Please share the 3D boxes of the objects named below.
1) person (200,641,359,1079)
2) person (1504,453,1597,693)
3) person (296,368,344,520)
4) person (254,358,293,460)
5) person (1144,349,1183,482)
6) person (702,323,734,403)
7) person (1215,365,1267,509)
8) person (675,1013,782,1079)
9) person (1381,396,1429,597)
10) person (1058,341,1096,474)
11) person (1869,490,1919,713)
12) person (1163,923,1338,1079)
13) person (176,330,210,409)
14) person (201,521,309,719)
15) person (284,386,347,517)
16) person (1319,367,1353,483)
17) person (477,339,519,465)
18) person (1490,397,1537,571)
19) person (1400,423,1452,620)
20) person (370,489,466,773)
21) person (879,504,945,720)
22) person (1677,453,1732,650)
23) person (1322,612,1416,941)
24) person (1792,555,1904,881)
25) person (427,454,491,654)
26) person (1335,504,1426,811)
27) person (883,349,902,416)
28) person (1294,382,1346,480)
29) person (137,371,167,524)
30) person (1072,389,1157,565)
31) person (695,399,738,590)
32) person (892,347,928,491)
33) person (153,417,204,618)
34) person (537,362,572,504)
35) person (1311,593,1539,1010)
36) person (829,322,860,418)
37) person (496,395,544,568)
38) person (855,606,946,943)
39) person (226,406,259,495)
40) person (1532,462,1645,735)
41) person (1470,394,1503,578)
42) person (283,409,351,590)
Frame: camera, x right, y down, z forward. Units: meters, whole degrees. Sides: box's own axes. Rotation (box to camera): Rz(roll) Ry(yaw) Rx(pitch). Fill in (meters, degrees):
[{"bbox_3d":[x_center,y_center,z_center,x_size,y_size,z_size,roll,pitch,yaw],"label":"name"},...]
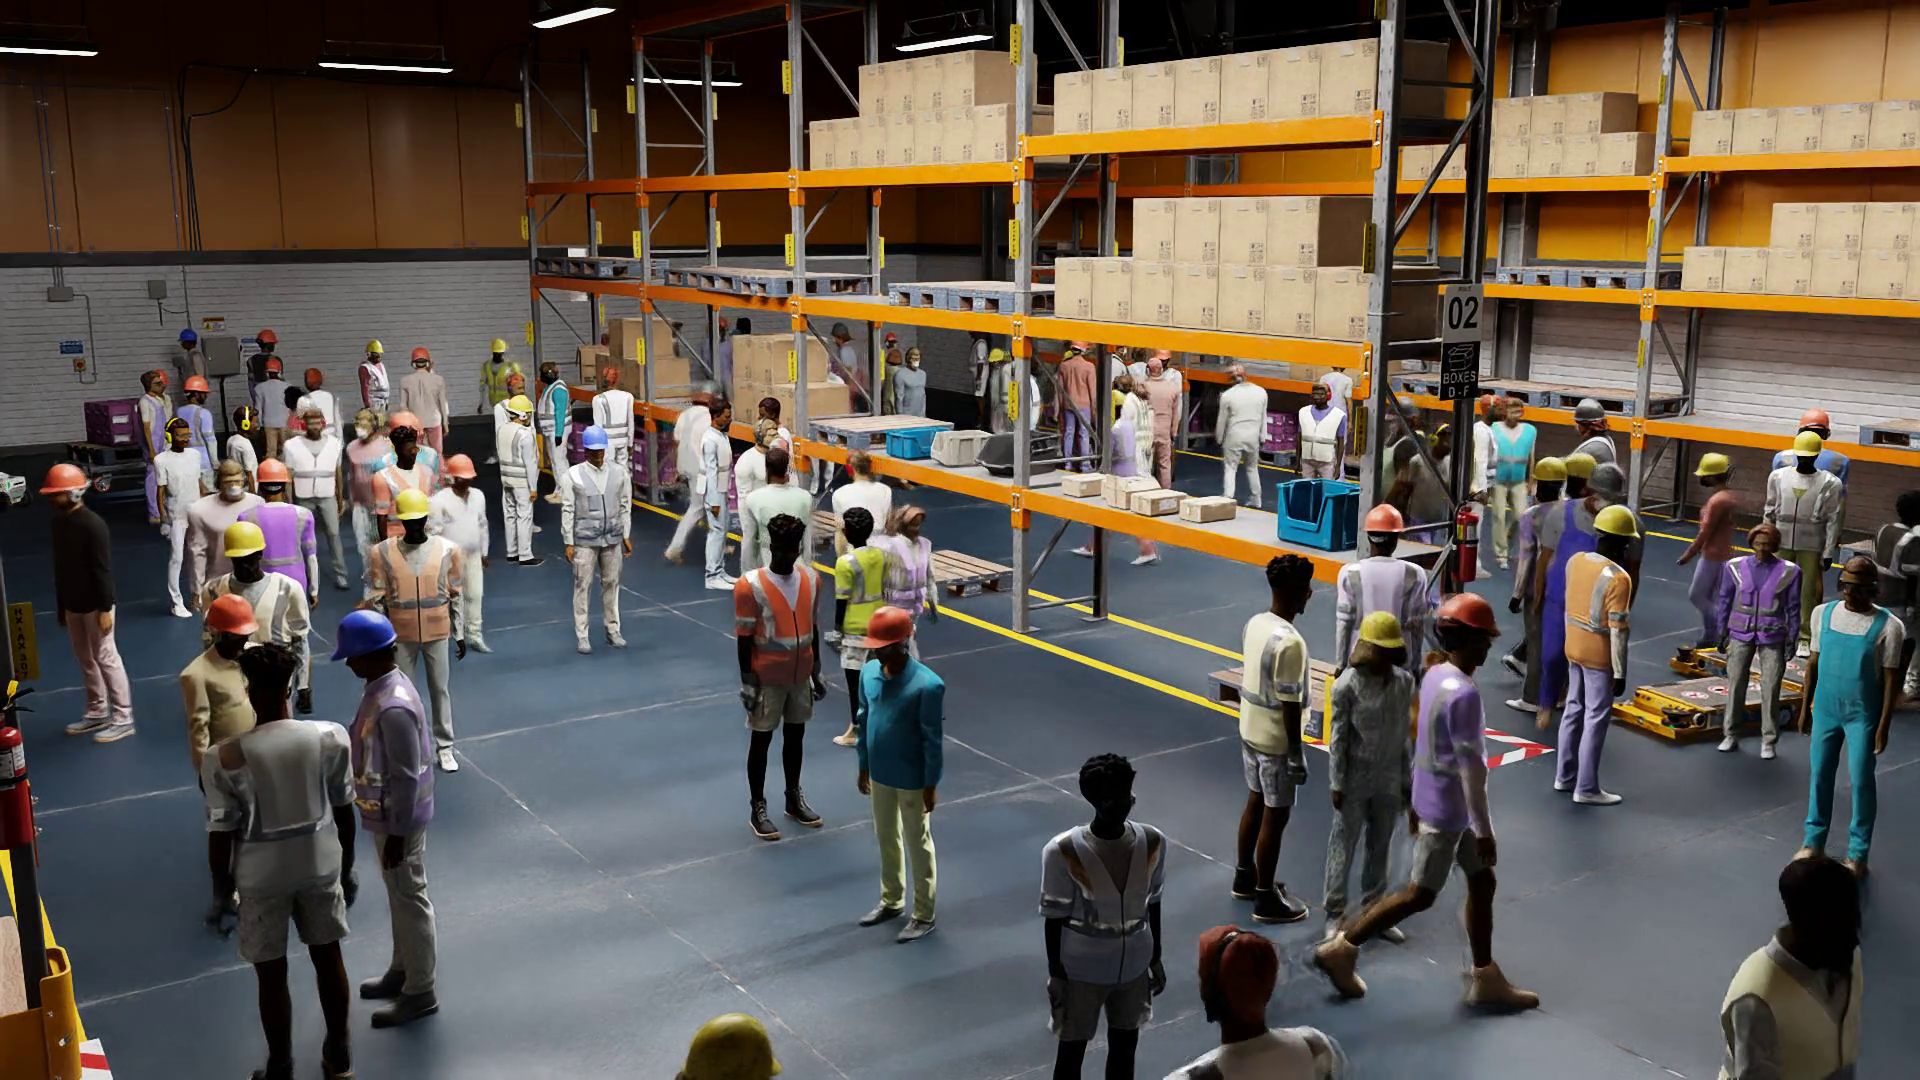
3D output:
[{"bbox_3d":[-2.851,1.388,6.988,0.627,1.953,0.443,-9,14,-38],"label":"person"},{"bbox_3d":[4.657,0.261,12.858,0.631,1.909,0.608,4,12,17],"label":"person"},{"bbox_3d":[-7.834,-1.156,20.212,0.579,1.866,0.578,5,12,25],"label":"person"},{"bbox_3d":[-9.360,-1.613,22.836,0.563,1.755,0.322,0,11,-2],"label":"person"},{"bbox_3d":[2.818,-1.759,23.180,0.560,1.925,0.421,6,12,27],"label":"person"},{"bbox_3d":[-4.021,-2.704,28.066,0.642,1.898,0.555,-2,11,-10],"label":"person"},{"bbox_3d":[3.533,-1.267,20.841,0.683,1.859,0.586,-3,11,-13],"label":"person"},{"bbox_3d":[-0.598,2.030,4.262,0.491,1.732,0.320,9,14,37],"label":"person"},{"bbox_3d":[4.232,-0.399,15.892,0.652,2.000,0.701,0,11,2],"label":"person"},{"bbox_3d":[1.693,-1.916,23.772,0.608,1.996,0.382,7,13,32],"label":"person"},{"bbox_3d":[7.034,0.451,12.478,0.470,1.675,0.532,0,11,-2],"label":"person"},{"bbox_3d":[0.783,1.936,4.411,0.583,1.862,0.666,-7,13,-32],"label":"person"},{"bbox_3d":[-11.931,-2.306,25.933,0.437,1.934,0.647,-7,13,-30],"label":"person"},{"bbox_3d":[-4.173,0.831,9.891,0.590,1.926,0.388,-2,11,-8],"label":"person"},{"bbox_3d":[-7.937,-1.045,20.188,0.825,1.656,0.533,-4,12,-21],"label":"person"},{"bbox_3d":[5.136,-1.637,22.734,0.515,1.843,0.326,10,15,41],"label":"person"},{"bbox_3d":[-6.913,-2.109,25.104,0.591,1.869,1.022,4,12,19],"label":"person"},{"bbox_3d":[5.736,-0.598,17.465,0.586,1.831,0.435,0,11,0],"label":"person"},{"bbox_3d":[4.356,-0.181,15.380,0.535,1.810,0.959,-2,11,-9],"label":"person"},{"bbox_3d":[-3.575,0.610,11.019,0.586,1.928,0.369,-4,12,-19],"label":"person"},{"bbox_3d":[-0.421,0.510,12.405,0.894,1.591,0.523,10,15,41],"label":"person"},{"bbox_3d":[6.316,0.136,13.915,0.494,1.744,0.540,6,12,28],"label":"person"},{"bbox_3d":[2.093,1.212,8.425,0.491,1.739,0.338,-4,12,-21],"label":"person"},{"bbox_3d":[4.980,0.983,9.347,0.342,1.840,0.504,-8,14,-36],"label":"person"},{"bbox_3d":[-4.273,0.110,14.092,0.567,1.729,0.604,7,13,33],"label":"person"},{"bbox_3d":[2.607,0.737,10.364,0.542,1.931,0.375,2,11,11],"label":"person"},{"bbox_3d":[-1.012,-2.167,25.989,0.285,1.633,0.500,-8,14,-35],"label":"person"},{"bbox_3d":[4.068,-0.874,18.825,0.565,1.846,0.390,7,13,32],"label":"person"},{"bbox_3d":[-9.704,-1.115,20.059,0.350,1.847,0.506,-2,11,-11],"label":"person"},{"bbox_3d":[1.690,-0.671,17.755,1.028,1.877,0.607,6,12,27],"label":"person"},{"bbox_3d":[-2.418,-0.455,16.533,0.401,1.908,0.598,0,11,1],"label":"person"},{"bbox_3d":[-0.659,-1.646,22.547,0.375,1.936,0.627,8,14,37],"label":"person"},{"bbox_3d":[-7.184,-0.210,15.402,0.313,1.860,0.507,5,12,23],"label":"person"},{"bbox_3d":[-5.248,-1.394,21.546,0.429,1.831,0.634,-5,12,-25],"label":"person"},{"bbox_3d":[2.187,1.229,7.740,1.019,1.984,0.618,2,11,11],"label":"person"},{"bbox_3d":[-1.858,-2.455,26.417,0.539,2.000,0.700,0,11,2],"label":"person"},{"bbox_3d":[-4.646,-0.621,17.603,0.586,1.824,0.404,10,15,41],"label":"person"},{"bbox_3d":[-0.334,1.187,8.558,0.573,1.739,0.355,10,15,41],"label":"person"},{"bbox_3d":[-6.991,-0.393,16.354,0.350,1.856,0.525,-9,14,-40],"label":"person"},{"bbox_3d":[4.428,0.411,11.751,0.711,2.000,0.542,4,12,19],"label":"person"},{"bbox_3d":[5.306,-0.556,17.112,0.431,1.885,0.764,4,12,22],"label":"person"},{"bbox_3d":[-6.339,-0.377,16.398,0.592,1.805,0.909,-7,13,-30],"label":"person"}]
